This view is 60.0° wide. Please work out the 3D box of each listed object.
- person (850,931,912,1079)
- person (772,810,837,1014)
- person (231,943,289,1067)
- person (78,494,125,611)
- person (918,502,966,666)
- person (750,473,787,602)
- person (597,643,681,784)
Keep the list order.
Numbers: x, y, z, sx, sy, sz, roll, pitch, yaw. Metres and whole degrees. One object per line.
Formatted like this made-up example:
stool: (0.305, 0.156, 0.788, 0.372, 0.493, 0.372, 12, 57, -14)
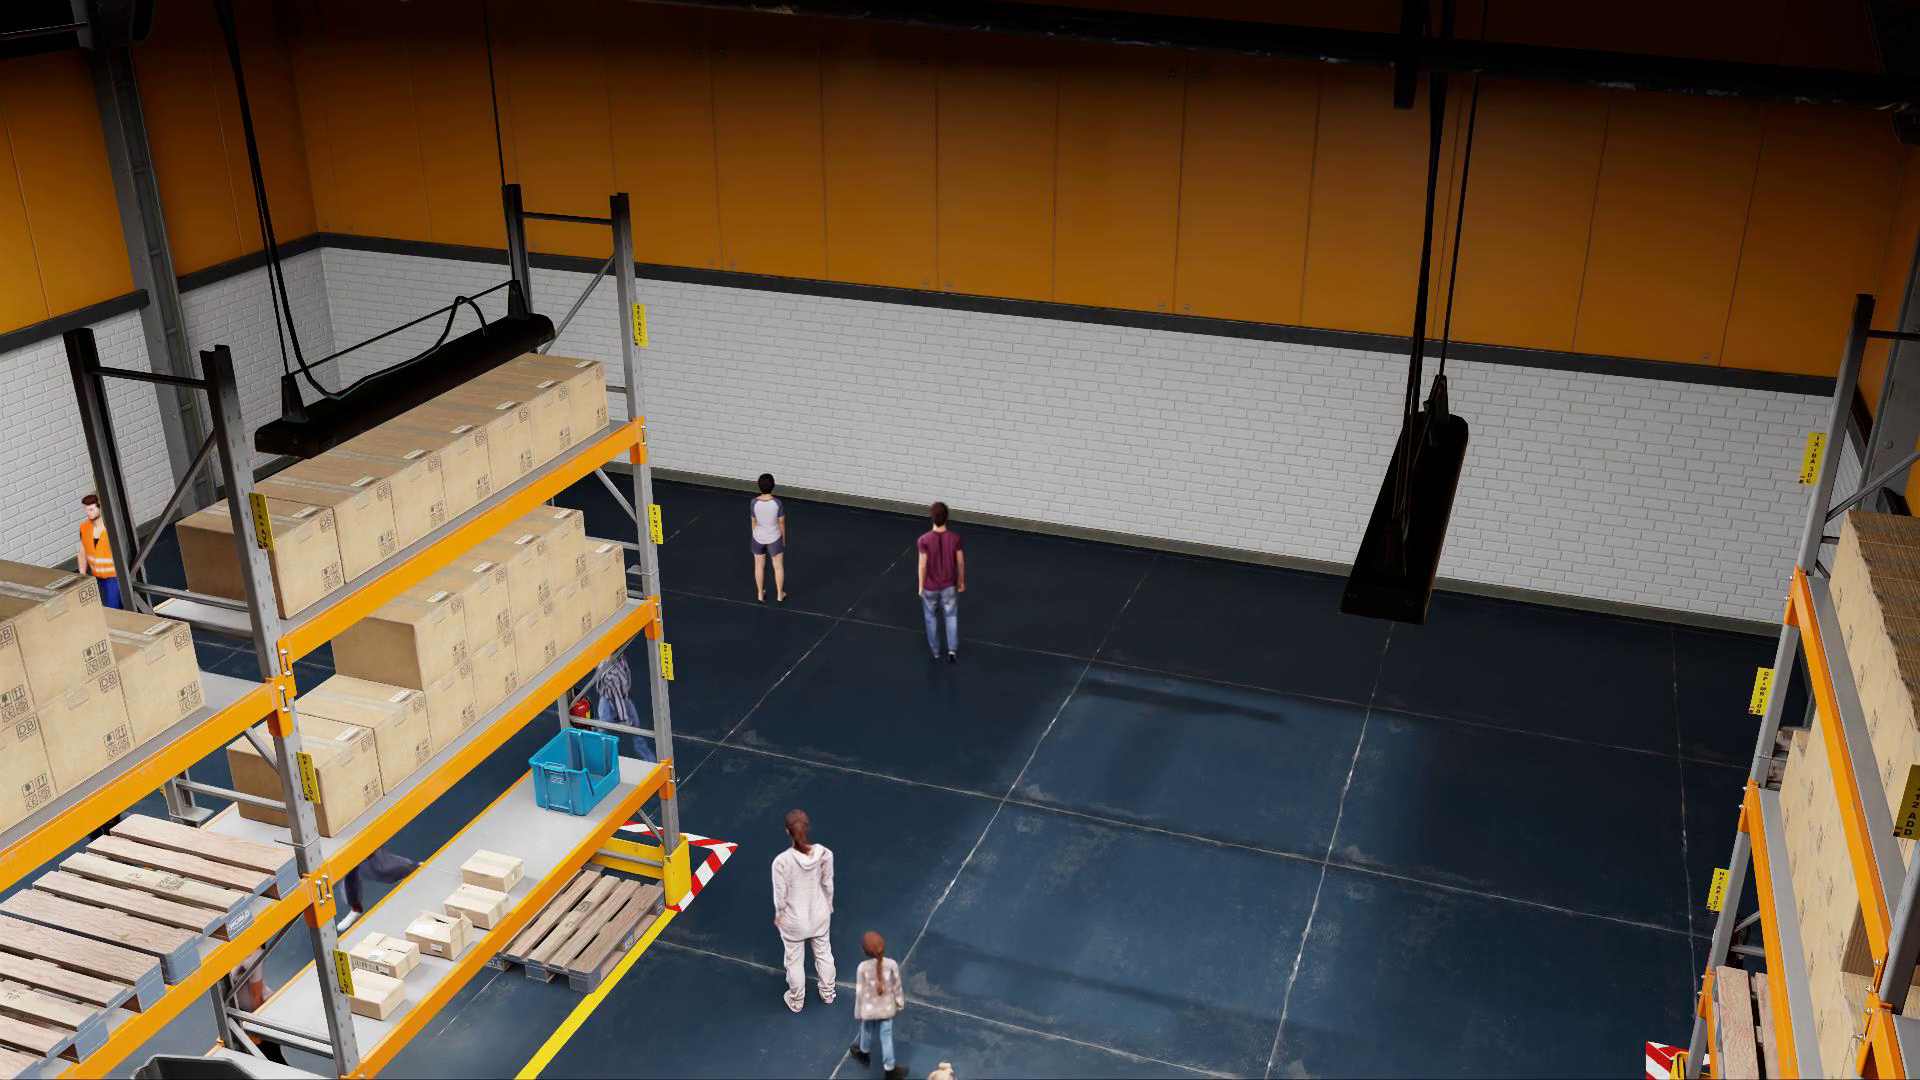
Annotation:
person: (-0.581, 3.390, 12.021, 0.700, 1.176, 0.741, -1, 24, -1)
person: (-1.183, 2.830, 12.662, 0.728, 1.689, 0.778, -9, 25, -20)
person: (-4.879, 3.278, 11.570, 0.668, 1.744, 0.666, 22, 32, 40)
person: (-9.221, 0.349, 18.152, 0.716, 1.839, 1.230, 6, 24, 13)
person: (-0.205, 0.506, 17.802, 0.943, 1.832, 1.089, -4, 24, -9)
person: (-2.242, -0.039, 19.385, 0.633, 1.562, 0.626, 1, 24, 1)
person: (-3.276, 1.621, 15.362, 0.922, 1.742, 1.162, 1, 24, 3)
